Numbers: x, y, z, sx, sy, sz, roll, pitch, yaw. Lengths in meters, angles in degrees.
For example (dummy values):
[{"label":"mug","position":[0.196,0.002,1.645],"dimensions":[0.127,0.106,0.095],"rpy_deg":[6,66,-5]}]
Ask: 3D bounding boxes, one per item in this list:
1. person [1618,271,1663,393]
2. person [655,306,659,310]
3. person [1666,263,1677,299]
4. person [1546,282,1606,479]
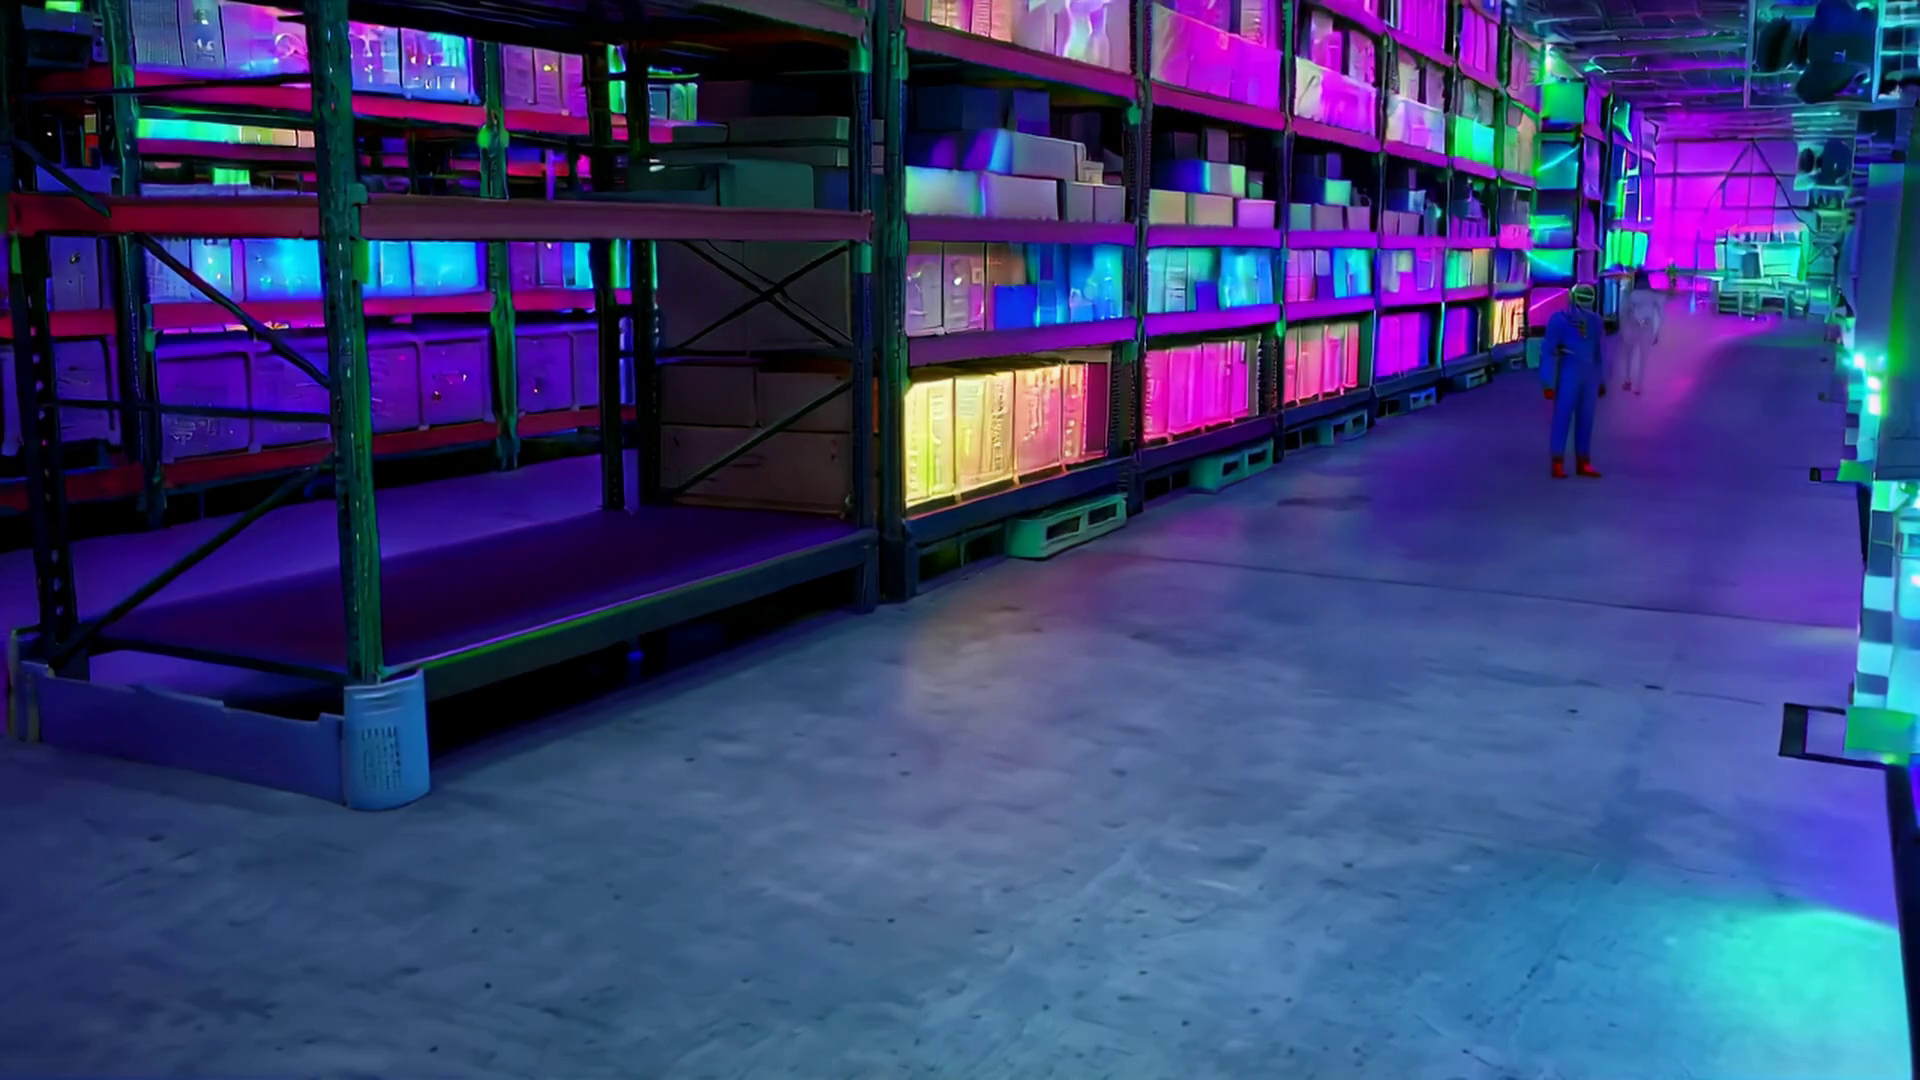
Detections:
[{"label":"person","position":[10.556,-3.220,25.874],"dimensions":[0.646,1.893,0.420],"rpy_deg":[2,10,12]},{"label":"person","position":[-4.779,-3.363,26.543],"dimensions":[0.552,1.935,0.374],"rpy_deg":[-4,10,-21]},{"label":"person","position":[33.941,-12.331,79.195],"dimensions":[0.539,1.686,0.321],"rpy_deg":[-8,13,-39]},{"label":"person","position":[5.981,-1.541,16.123],"dimensions":[0.655,1.897,0.403],"rpy_deg":[-3,10,-19]}]
